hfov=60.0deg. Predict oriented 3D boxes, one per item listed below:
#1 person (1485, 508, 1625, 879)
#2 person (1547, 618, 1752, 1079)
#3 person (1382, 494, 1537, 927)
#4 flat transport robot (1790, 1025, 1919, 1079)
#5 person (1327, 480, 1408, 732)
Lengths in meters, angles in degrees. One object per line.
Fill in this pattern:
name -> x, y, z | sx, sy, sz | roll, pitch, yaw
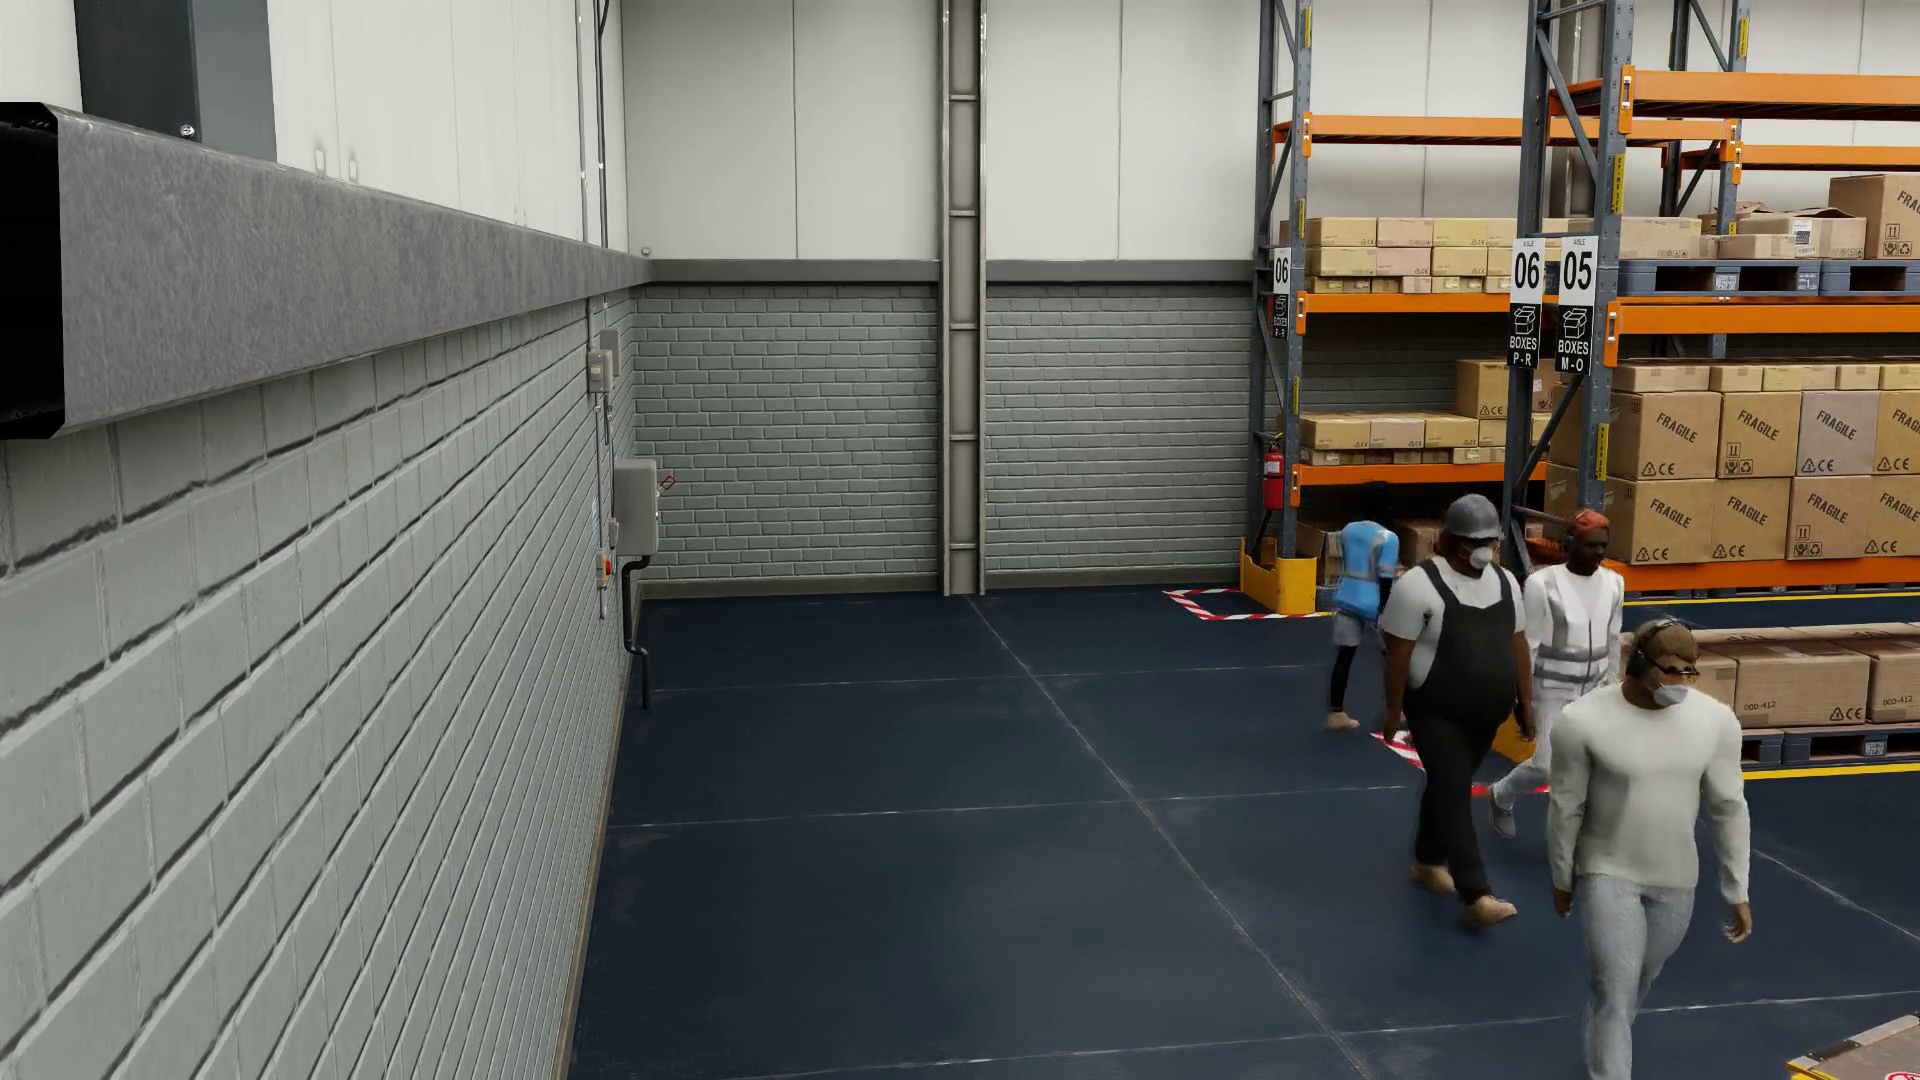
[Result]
person -> 3.031, 0.744, 8.455 | 0.587, 1.864, 0.619 | -3, 10, -17
person -> 2.355, 1.169, 5.796 | 0.628, 1.886, 0.975 | 0, 9, -2
person -> 2.419, 0.763, 7.789 | 0.709, 2.000, 0.974 | -4, 10, -23
flat transport robot -> 3.486, 1.956, 5.875 | 1.431, 0.197, 0.652 | -5, 11, -30
person -> 2.760, 0.430, 10.977 | 0.796, 1.662, 0.540 | -6, 11, -31
